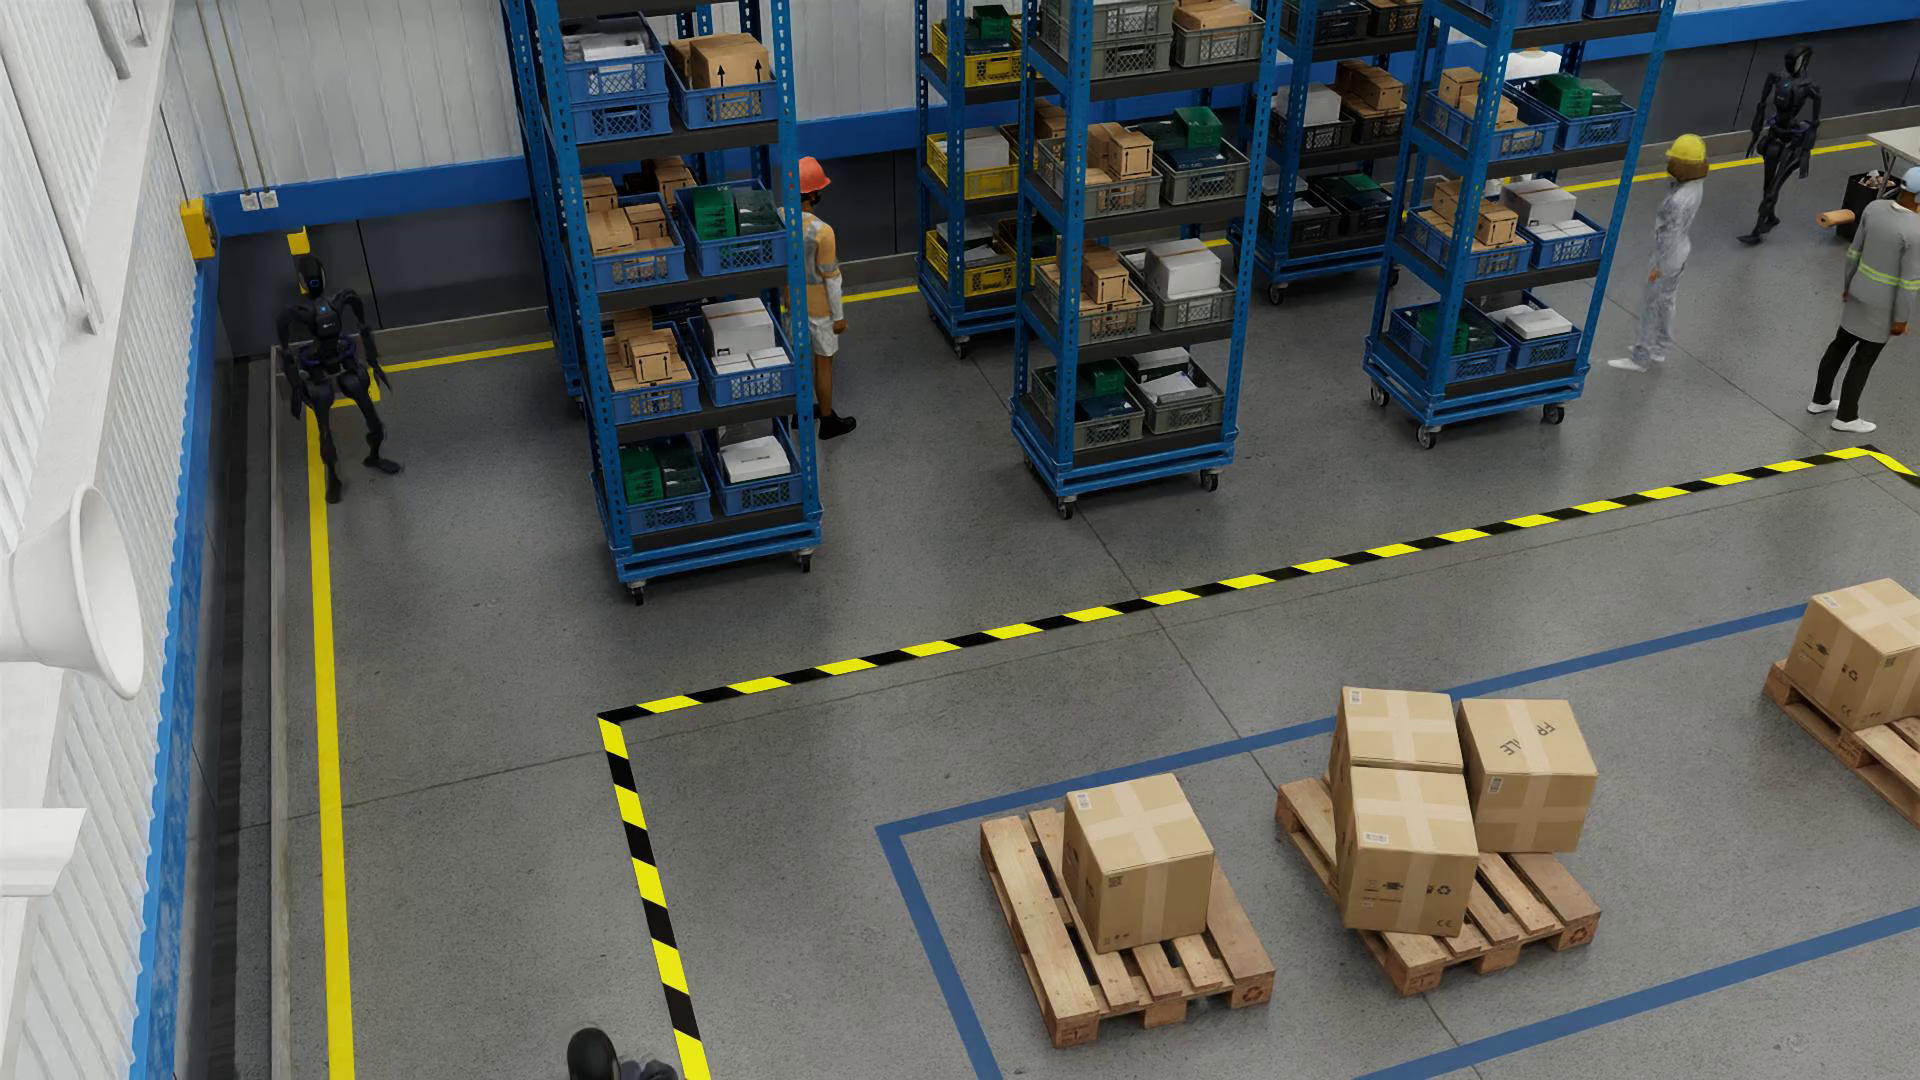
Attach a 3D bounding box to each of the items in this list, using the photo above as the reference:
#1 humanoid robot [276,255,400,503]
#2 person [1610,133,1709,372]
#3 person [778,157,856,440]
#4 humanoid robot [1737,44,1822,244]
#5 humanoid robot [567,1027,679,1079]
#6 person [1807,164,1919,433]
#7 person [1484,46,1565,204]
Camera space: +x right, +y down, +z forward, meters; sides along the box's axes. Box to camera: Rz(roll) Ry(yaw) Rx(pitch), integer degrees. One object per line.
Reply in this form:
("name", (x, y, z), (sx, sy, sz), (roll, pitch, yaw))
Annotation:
("humanoid robot", (-3.877, -1.034, 10.296), (0.616, 1.637, 0.386), (-25, 42, -31))
("person", (4.921, -1.994, 11.609), (0.326, 1.740, 0.493), (19, 39, 25))
("person", (-0.961, -1.560, 10.820), (0.544, 1.938, 0.351), (25, 42, 31))
("humanoid robot", (6.625, -3.188, 13.370), (0.668, 1.630, 0.586), (-20, 40, -26))
("humanoid robot", (-1.162, 2.200, 5.722), (0.612, 1.634, 0.488), (-19, 39, -25))
("person", (6.041, -1.589, 10.934), (0.390, 1.853, 0.587), (-7, 36, -10))
("person", (4.468, -3.292, 13.351), (0.563, 1.849, 0.391), (-2, 35, -3))
